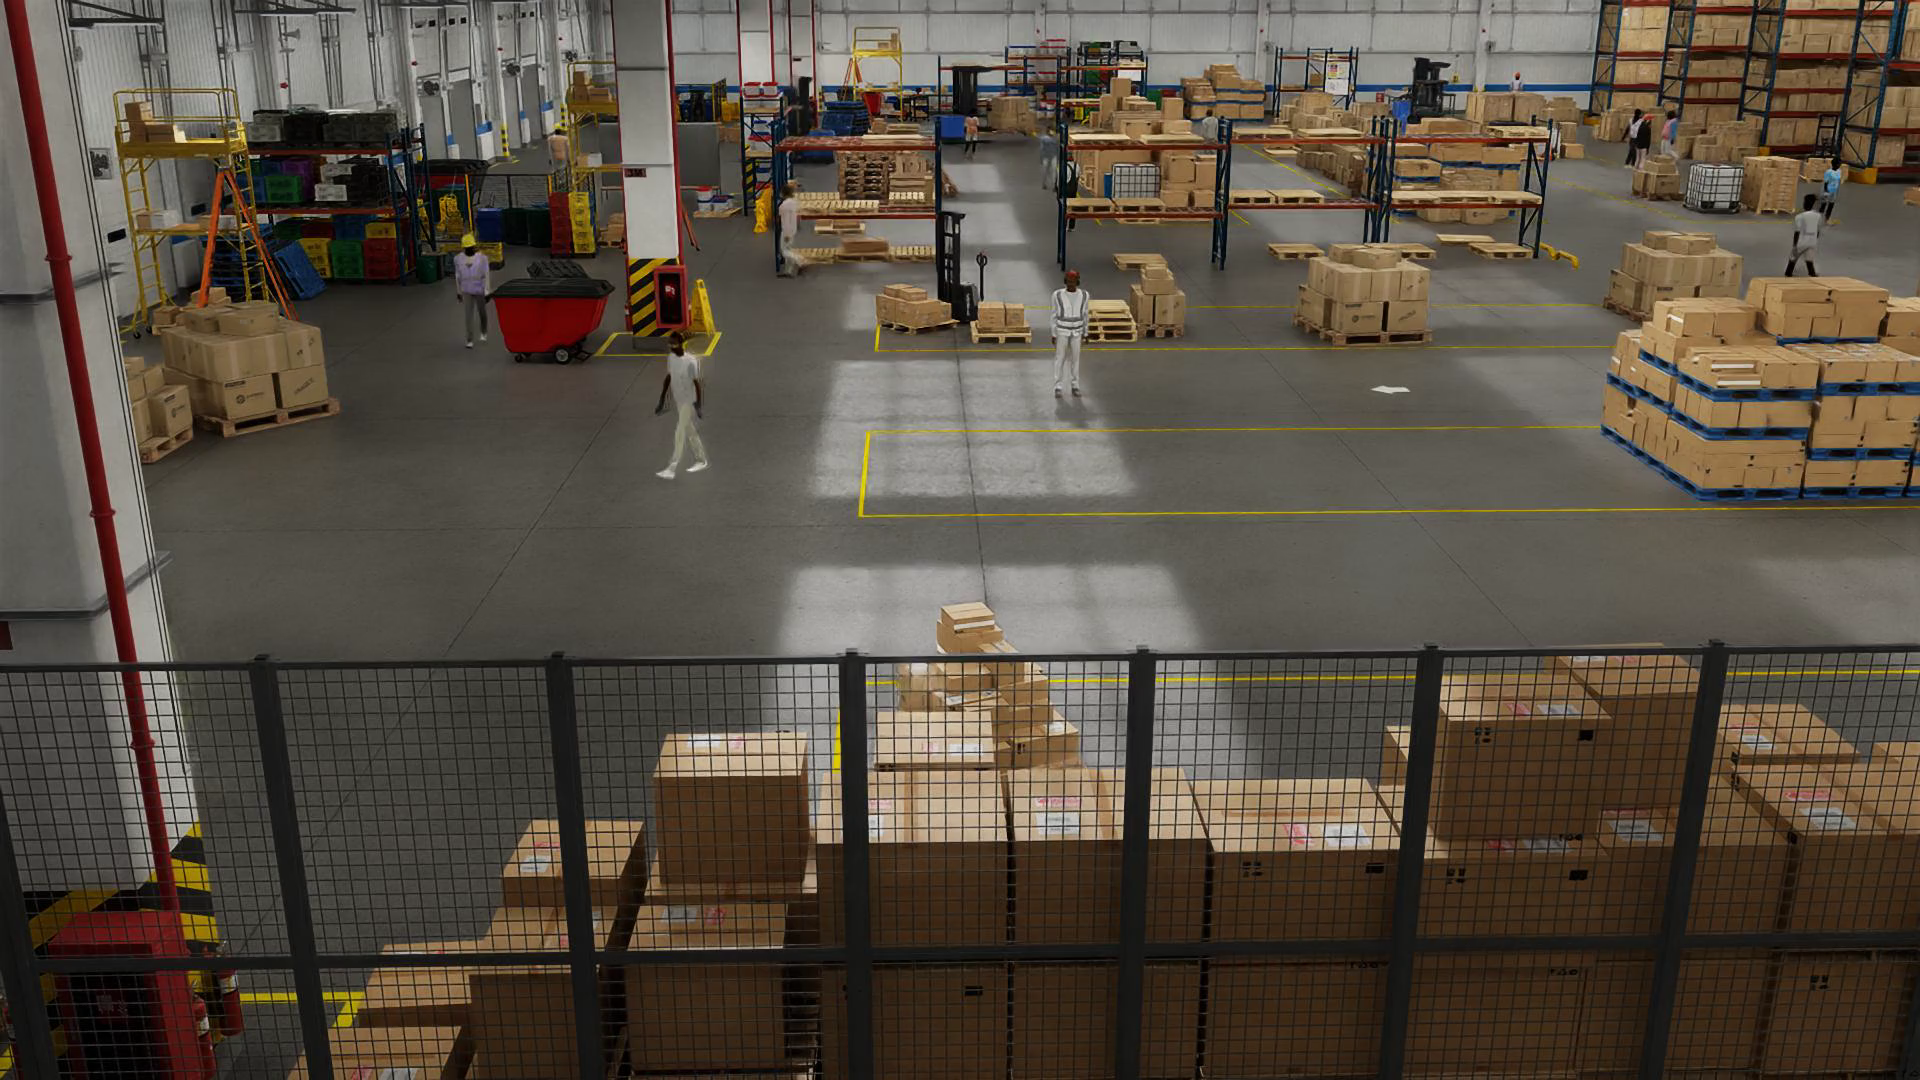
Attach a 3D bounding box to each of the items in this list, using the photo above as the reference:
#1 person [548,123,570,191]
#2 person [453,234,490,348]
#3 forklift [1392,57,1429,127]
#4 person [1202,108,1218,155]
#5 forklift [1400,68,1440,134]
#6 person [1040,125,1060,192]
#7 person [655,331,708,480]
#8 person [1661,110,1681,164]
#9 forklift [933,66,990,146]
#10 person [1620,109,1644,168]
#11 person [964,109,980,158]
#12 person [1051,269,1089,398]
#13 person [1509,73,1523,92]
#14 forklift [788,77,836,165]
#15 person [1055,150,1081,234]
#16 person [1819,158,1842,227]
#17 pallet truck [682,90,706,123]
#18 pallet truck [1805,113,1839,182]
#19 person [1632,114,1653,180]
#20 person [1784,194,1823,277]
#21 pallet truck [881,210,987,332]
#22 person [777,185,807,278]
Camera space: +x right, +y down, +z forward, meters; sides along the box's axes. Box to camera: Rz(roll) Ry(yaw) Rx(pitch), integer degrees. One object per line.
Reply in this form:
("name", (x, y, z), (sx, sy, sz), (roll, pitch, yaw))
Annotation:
("person", (-11.703, -11.175, 48.510), (0.623, 1.905, 0.610), (-8, 20, -22))
("person", (-8.158, -4.202, 27.908), (0.594, 1.883, 1.035), (-1, 19, -3))
("forklift", (18.980, -18.498, 68.746), (1.873, 2.768, 1.129), (-1, 19, -1))
("person", (8.047, -12.972, 53.805), (0.628, 1.940, 0.373), (-12, 22, -31))
("forklift", (16.977, -15.887, 61.000), (1.129, 2.768, 1.873), (-1, 19, -2))
("person", (2.604, -11.104, 48.365), (0.639, 1.896, 1.049), (-4, 19, -10))
("person", (-3.479, -1.660, 20.429), (0.932, 1.825, 0.506), (-17, 25, -41))
("person", (23.362, -13.210, 54.691), (0.650, 1.825, 0.631), (1, 19, 2))
("forklift", (0.030, -16.139, 61.749), (1.873, 2.768, 1.129), (-10, 21, -28))
("person", (21.921, -13.089, 54.228), (0.565, 1.891, 0.703), (-6, 20, -17))
("person", (0.418, -13.986, 57.246), (0.570, 1.670, 0.462), (-9, 20, -24))
("person", (1.610, -3.028, 24.387), (0.572, 1.886, 0.355), (-3, 19, -9))
("person", (24.843, -19.897, 74.350), (0.553, 1.935, 0.364), (8, 20, 23))
("forklift", (-5.106, -13.900, 55.106), (1.873, 2.768, 1.129), (-1, 19, -1))
("person", (2.550, -8.455, 40.246), (0.688, 2.000, 0.538), (-17, 25, -41))
("person", (21.671, -8.657, 41.391), (0.531, 1.691, 0.320), (-8, 20, -21))
("pallet truck", (-9.671, -15.907, 62.421), (0.823, 1.965, 1.885), (5, 19, 15))
("pallet truck", (26.403, -11.957, 50.702), (0.823, 1.965, 1.885), (6, 19, 16))
("person", (20.887, -11.988, 50.797), (0.388, 1.992, 0.625), (-3, 19, -8))
("person", (16.522, -5.799, 32.572), (0.620, 1.905, 1.012), (-3, 19, -9))
("pallet truck", (-0.493, -4.759, 29.349), (1.885, 1.965, 0.823), (-13, 23, -34))
("person", (-3.471, -6.297, 34.017), (0.560, 1.922, 0.633), (4, 19, 11))
